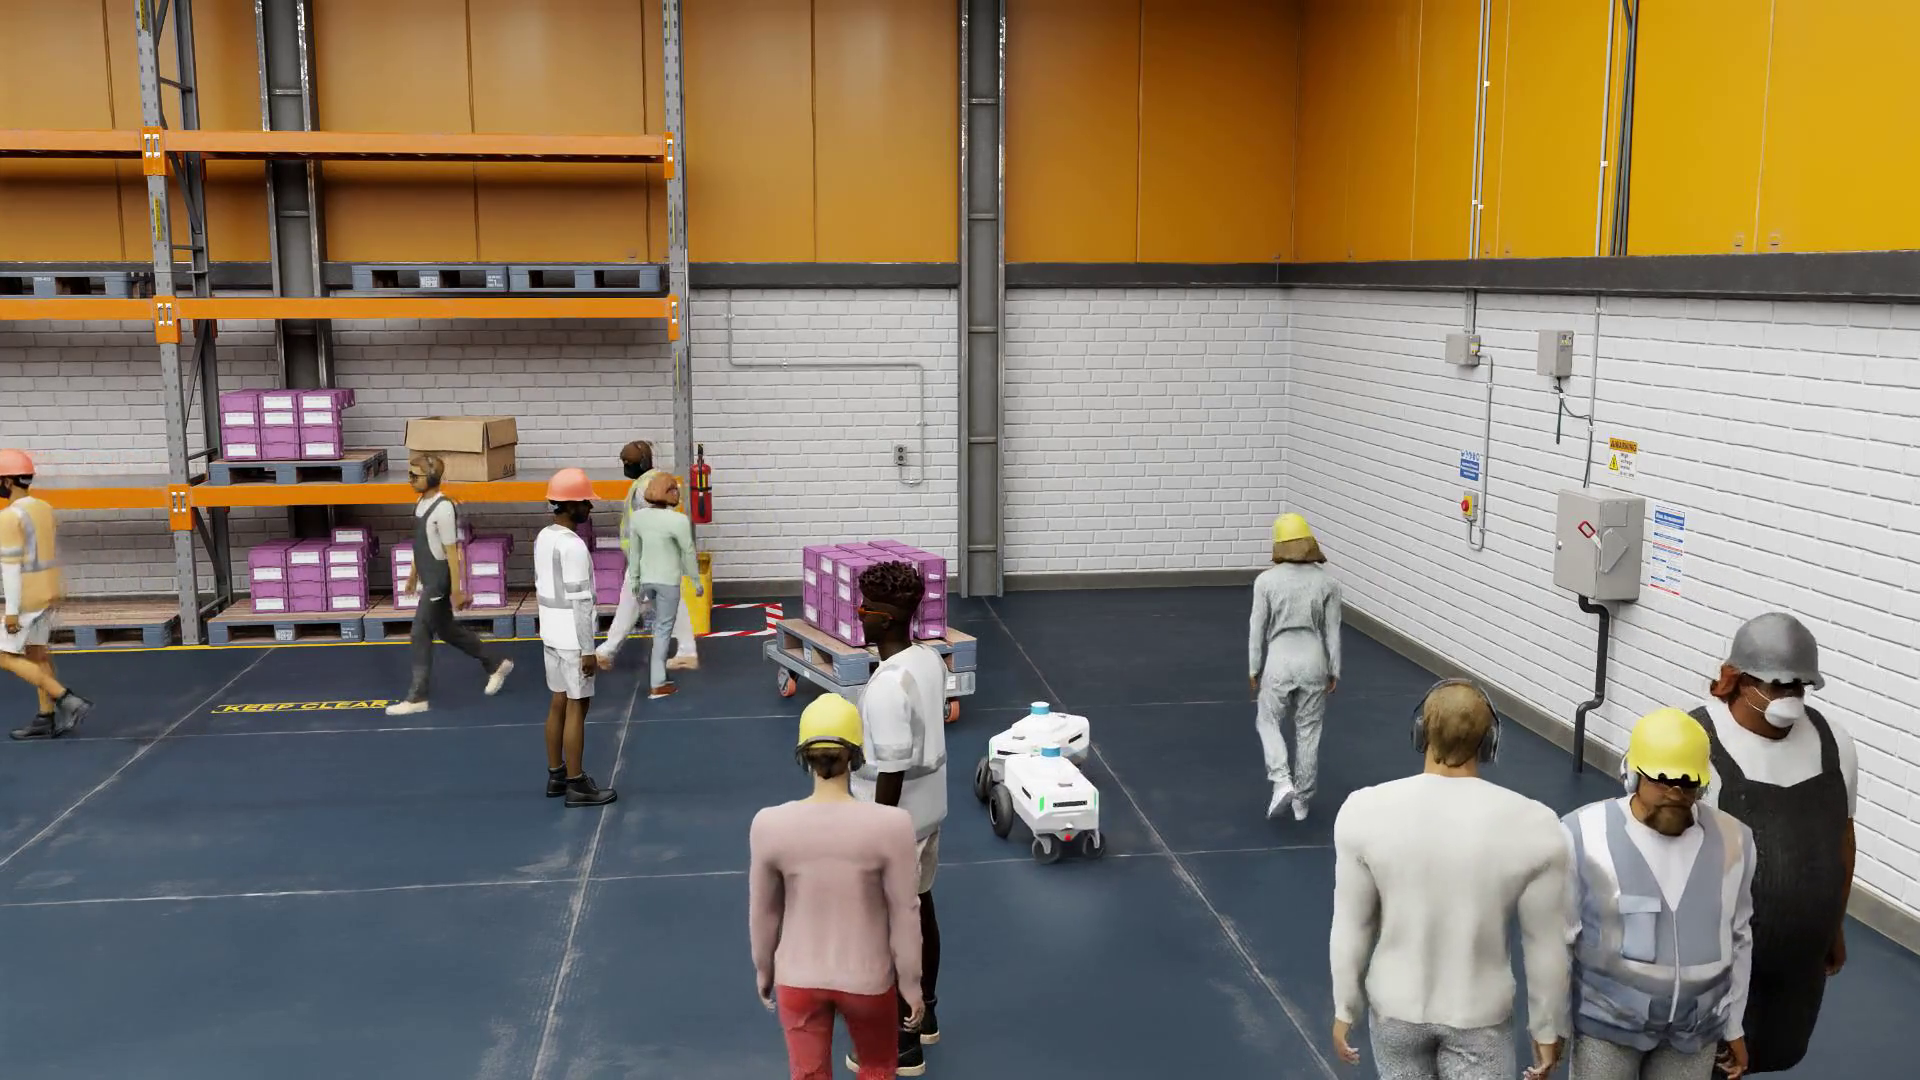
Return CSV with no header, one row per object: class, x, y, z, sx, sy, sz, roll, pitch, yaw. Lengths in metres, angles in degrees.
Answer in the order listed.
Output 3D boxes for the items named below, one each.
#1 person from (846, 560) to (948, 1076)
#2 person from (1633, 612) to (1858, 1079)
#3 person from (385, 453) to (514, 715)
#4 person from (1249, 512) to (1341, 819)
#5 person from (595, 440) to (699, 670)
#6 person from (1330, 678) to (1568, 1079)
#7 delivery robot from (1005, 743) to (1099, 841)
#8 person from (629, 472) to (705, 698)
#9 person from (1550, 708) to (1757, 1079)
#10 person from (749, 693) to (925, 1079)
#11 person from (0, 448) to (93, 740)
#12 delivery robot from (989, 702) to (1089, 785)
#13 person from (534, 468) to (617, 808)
person,-0.239,1.047,6.317,0.366,1.967,0.603,2,9,15
person,2.488,1.165,5.350,0.695,2.000,0.766,-1,9,-7
person,-3.571,0.283,11.584,0.874,1.822,0.503,-5,10,-30
person,1.845,0.717,9.117,0.506,1.720,0.520,1,9,4
person,-2.442,0.128,12.633,0.956,1.772,0.655,0,9,1
person,1.355,1.339,4.664,0.642,1.916,0.813,3,10,17
delivery robot,0.477,1.313,8.759,0.477,0.478,0.707,-2,9,-13
person,-2.094,0.311,12.000,0.496,1.615,0.570,6,11,32
person,1.968,1.364,4.768,0.600,1.827,0.404,1,9,3
person,-0.381,1.343,5.136,0.555,1.744,0.407,1,9,5
person,-5.948,0.368,10.685,0.507,1.923,0.560,-1,9,-4
delivery robot,0.464,1.179,9.595,0.477,0.478,0.707,5,11,30
person,-2.204,0.551,9.500,0.360,1.935,0.552,-7,11,-35
